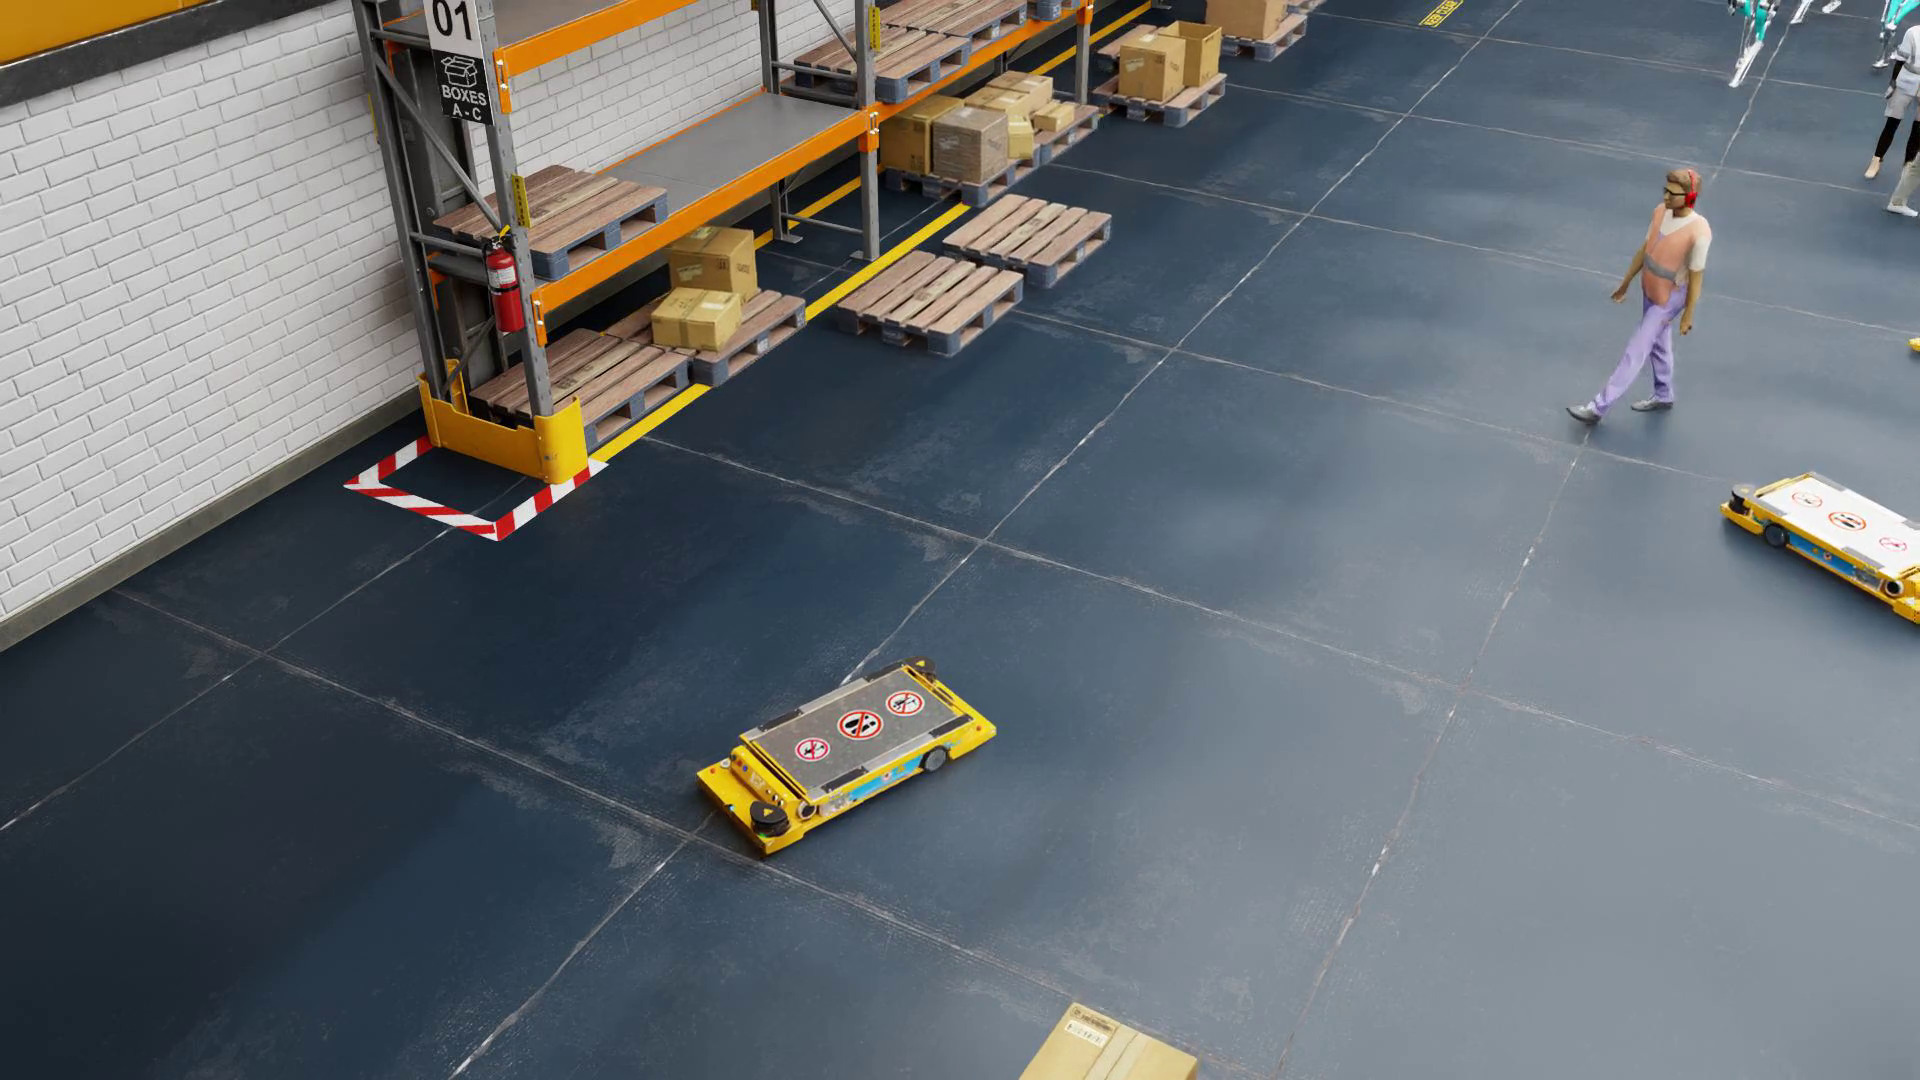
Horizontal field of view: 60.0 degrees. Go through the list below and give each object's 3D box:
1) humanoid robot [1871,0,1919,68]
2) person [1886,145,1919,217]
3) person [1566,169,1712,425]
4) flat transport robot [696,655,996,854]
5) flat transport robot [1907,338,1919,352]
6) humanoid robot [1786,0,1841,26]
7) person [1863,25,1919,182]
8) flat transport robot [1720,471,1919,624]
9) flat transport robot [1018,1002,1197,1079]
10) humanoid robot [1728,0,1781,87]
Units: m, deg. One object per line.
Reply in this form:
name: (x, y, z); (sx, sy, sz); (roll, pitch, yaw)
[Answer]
humanoid robot: (10.000, -5.828, 17.608); (1.013, 1.716, 0.540); (-20, 38, -27)
person: (8.423, -3.428, 14.119); (0.617, 1.602, 0.738); (-28, 43, -36)
person: (4.630, -1.627, 11.221); (0.903, 1.804, 0.569); (-2, 34, -3)
flat transport robot: (-0.570, 1.068, 8.532); (1.431, 0.231, 0.659); (-23, 40, -31)
flat transport robot: (7.887, -1.479, 12.386); (1.431, 0.231, 0.659); (-11, 35, -16)
humanoid robot: (10.136, -6.854, 19.247); (1.022, 1.777, 0.530); (-20, 39, -28)
person: (8.627, -4.047, 14.972); (0.530, 1.699, 0.321); (18, 37, 25)
flat transport robot: (5.454, 0.011, 10.131); (0.659, 0.231, 1.431); (-18, 37, -25)
flat transport robot: (0.703, 2.685, 6.086); (0.659, 0.231, 1.431); (19, 38, 26)
humanoid robot: (8.436, -5.731, 17.516); (0.534, 1.775, 0.992); (21, 39, 29)
